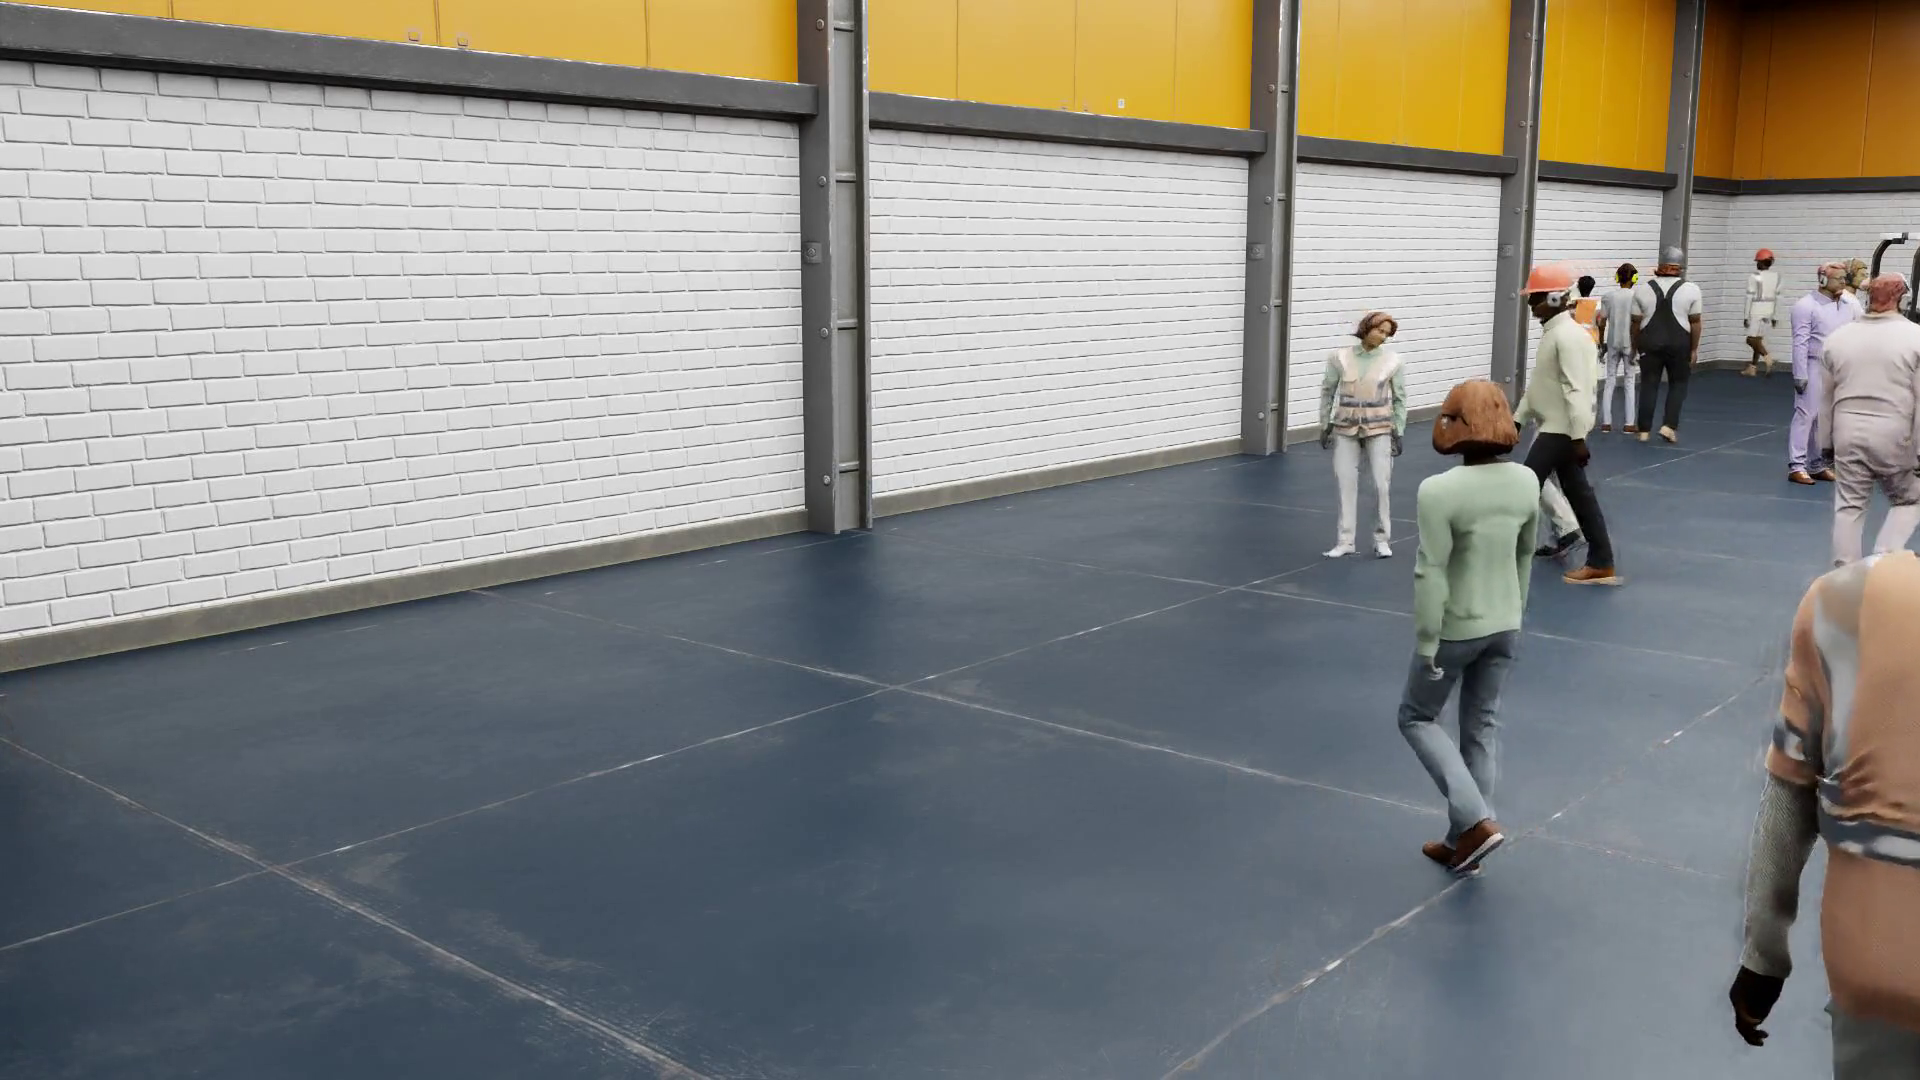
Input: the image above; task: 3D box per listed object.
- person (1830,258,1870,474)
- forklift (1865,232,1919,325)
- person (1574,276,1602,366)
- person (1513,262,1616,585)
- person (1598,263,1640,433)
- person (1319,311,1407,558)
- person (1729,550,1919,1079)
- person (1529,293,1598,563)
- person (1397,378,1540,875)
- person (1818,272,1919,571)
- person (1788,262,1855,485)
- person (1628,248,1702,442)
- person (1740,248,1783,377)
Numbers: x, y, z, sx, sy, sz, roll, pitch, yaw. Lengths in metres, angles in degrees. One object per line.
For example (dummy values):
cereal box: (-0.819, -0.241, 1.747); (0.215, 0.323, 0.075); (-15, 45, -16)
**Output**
person: (7.856, -1.533, 14.823); (0.357, 1.938, 0.637); (5, 11, 28)
forklift: (9.955, -1.972, 16.595); (2.313, 2.155, 1.214); (1, 10, 8)
person: (7.663, -2.404, 20.493); (0.534, 1.691, 0.318); (2, 10, 13)
person: (3.516, -0.678, 9.966); (0.994, 1.933, 0.609); (3, 10, 15)
person: (7.271, -2.099, 18.261); (0.514, 1.865, 0.329); (7, 12, 35)
person: (2.644, -0.682, 10.905); (0.561, 1.618, 0.345); (4, 11, 22)
person: (1.459, 0.661, 2.496); (0.682, 1.891, 0.594); (-7, 12, -36)
person: (3.850, -0.739, 10.720); (0.632, 1.794, 0.481); (-10, 14, -44)
person: (1.634, 0.300, 5.299); (0.504, 1.621, 0.407); (-4, 11, -22)
person: (5.162, -0.551, 9.356); (0.438, 1.888, 0.685); (-7, 12, -35)
person: (7.454, -1.436, 14.355); (0.643, 1.911, 0.411); (-5, 11, -25)
person: (7.389, -2.046, 17.453); (0.740, 2.000, 0.535); (7, 12, 33)
person: (12.539, -3.531, 25.964); (0.622, 2.021, 0.842); (-3, 10, -15)
